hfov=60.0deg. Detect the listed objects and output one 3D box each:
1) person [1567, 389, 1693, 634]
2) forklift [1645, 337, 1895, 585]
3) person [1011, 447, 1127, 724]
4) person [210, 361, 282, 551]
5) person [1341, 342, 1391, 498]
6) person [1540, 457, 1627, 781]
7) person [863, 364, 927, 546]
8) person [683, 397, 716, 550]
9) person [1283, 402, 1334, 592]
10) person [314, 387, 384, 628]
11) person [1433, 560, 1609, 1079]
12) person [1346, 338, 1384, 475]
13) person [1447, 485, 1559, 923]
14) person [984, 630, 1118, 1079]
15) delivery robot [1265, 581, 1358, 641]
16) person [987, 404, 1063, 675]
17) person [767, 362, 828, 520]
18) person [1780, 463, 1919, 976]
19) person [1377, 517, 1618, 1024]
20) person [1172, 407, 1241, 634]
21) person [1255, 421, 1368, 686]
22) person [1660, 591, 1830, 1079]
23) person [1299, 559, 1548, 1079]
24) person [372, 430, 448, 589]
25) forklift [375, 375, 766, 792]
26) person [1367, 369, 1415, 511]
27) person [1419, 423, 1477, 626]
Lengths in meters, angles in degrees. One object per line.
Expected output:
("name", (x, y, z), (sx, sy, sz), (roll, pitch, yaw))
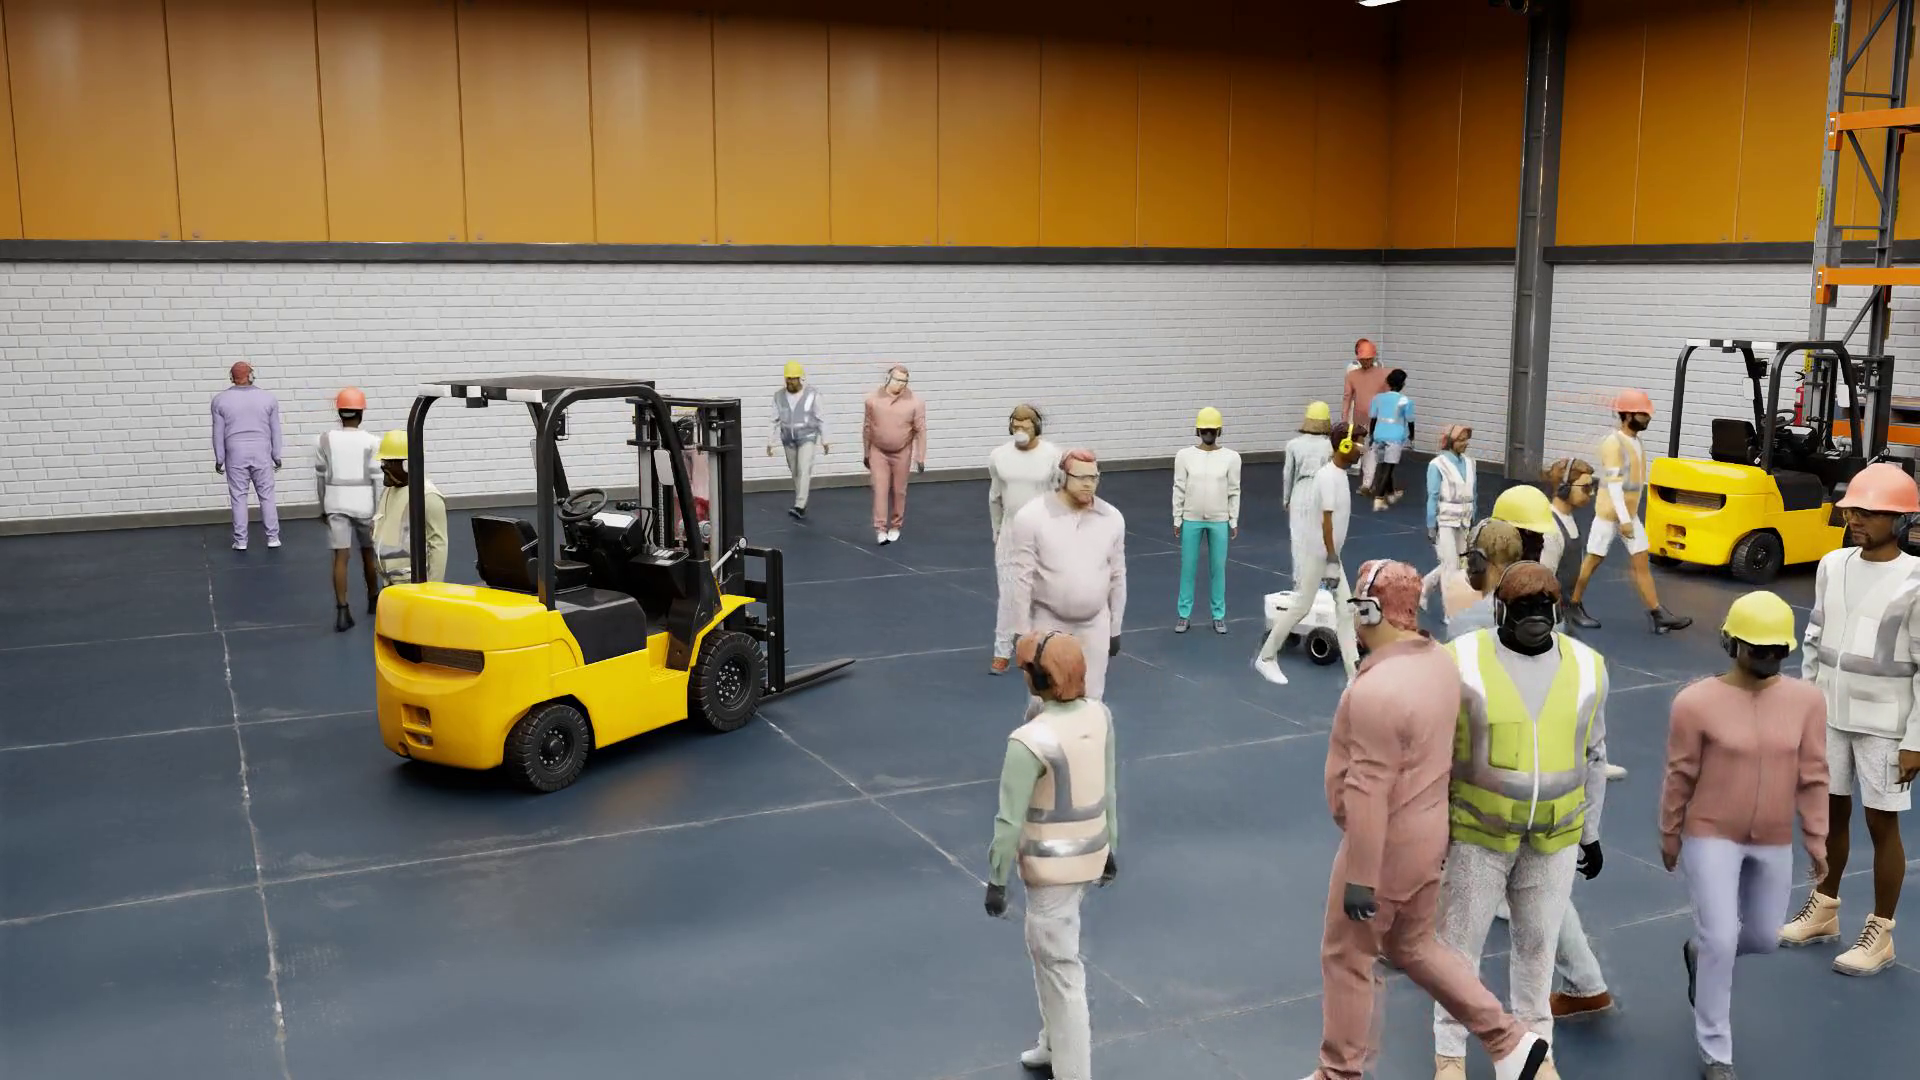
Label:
("person", (5.148, -0.207, 12.809), (0.546, 1.889, 0.996), (-8, 12, -41))
("forklift", (7.551, -0.789, 15.507), (2.313, 2.155, 1.214), (-4, 10, -25))
("person", (0.573, 0.433, 8.855), (0.655, 1.888, 0.590), (-2, 9, -15))
("person", (-7.164, -0.842, 16.736), (0.644, 1.904, 0.399), (-5, 10, -26))
("person", (5.094, -1.512, 20.811), (0.647, 1.931, 1.041), (5, 10, 29))
("person", (3.212, 0.416, 9.309), (0.997, 1.800, 0.541), (7, 11, 35))
("person", (-0.675, -0.861, 16.991), (0.669, 1.858, 0.885), (0, 9, 3))
("person", (-2.211, -0.367, 14.320), (0.530, 1.732, 0.873), (5, 11, 31))
("person", (3.005, -0.331, 14.202), (0.499, 1.697, 0.900), (3, 10, 16))
("person", (-4.837, -0.270, 13.247), (0.546, 1.890, 0.996), (-2, 9, -13))
("person", (1.873, 0.979, 5.623), (0.621, 1.845, 0.429), (0, 9, 2))
("person", (5.554, -1.830, 22.919), (0.573, 1.886, 0.356), (-3, 10, -18))
("person", (2.280, 0.700, 7.134), (0.608, 1.911, 0.628), (-5, 10, -27))
("person", (0.270, 1.092, 5.577), (0.525, 1.617, 0.547), (7, 12, 37))
("delivery robot", (2.573, 0.530, 12.100), (0.477, 0.478, 0.707), (-9, 13, -42))
("person", (0.503, -0.037, 11.840), (0.635, 1.885, 1.033), (3, 10, 20))
("person", (-1.868, -1.124, 18.877), (0.630, 1.776, 0.930), (3, 9, 15))
("person", (3.609, 0.709, 6.666), (0.368, 2.048, 0.607), (-4, 10, -21))
("person", (2.064, 0.858, 6.292), (1.015, 1.882, 0.647), (9, 13, 44))
("person", (1.901, -0.149, 12.859), (0.522, 1.769, 0.311), (1, 9, 7))
("person", (2.426, 0.111, 11.167), (0.948, 1.813, 0.607), (5, 10, 27))
("person", (2.687, 1.001, 5.797), (0.521, 1.736, 0.699), (0, 9, 0))
("person", (1.486, 1.002, 5.426), (0.767, 1.881, 0.647), (6, 11, 34))
("person", (-3.409, 0.232, 10.287), (0.600, 1.830, 0.403), (8, 12, 40))
("forklift", (-2.268, 0.149, 9.685), (1.214, 2.155, 2.313), (6, 11, 32))
("person", (5.126, -1.182, 19.615), (0.841, 1.649, 0.538), (-8, 12, -40))
("person", (3.857, -0.132, 13.212), (0.525, 1.621, 0.640), (-6, 11, -33))
